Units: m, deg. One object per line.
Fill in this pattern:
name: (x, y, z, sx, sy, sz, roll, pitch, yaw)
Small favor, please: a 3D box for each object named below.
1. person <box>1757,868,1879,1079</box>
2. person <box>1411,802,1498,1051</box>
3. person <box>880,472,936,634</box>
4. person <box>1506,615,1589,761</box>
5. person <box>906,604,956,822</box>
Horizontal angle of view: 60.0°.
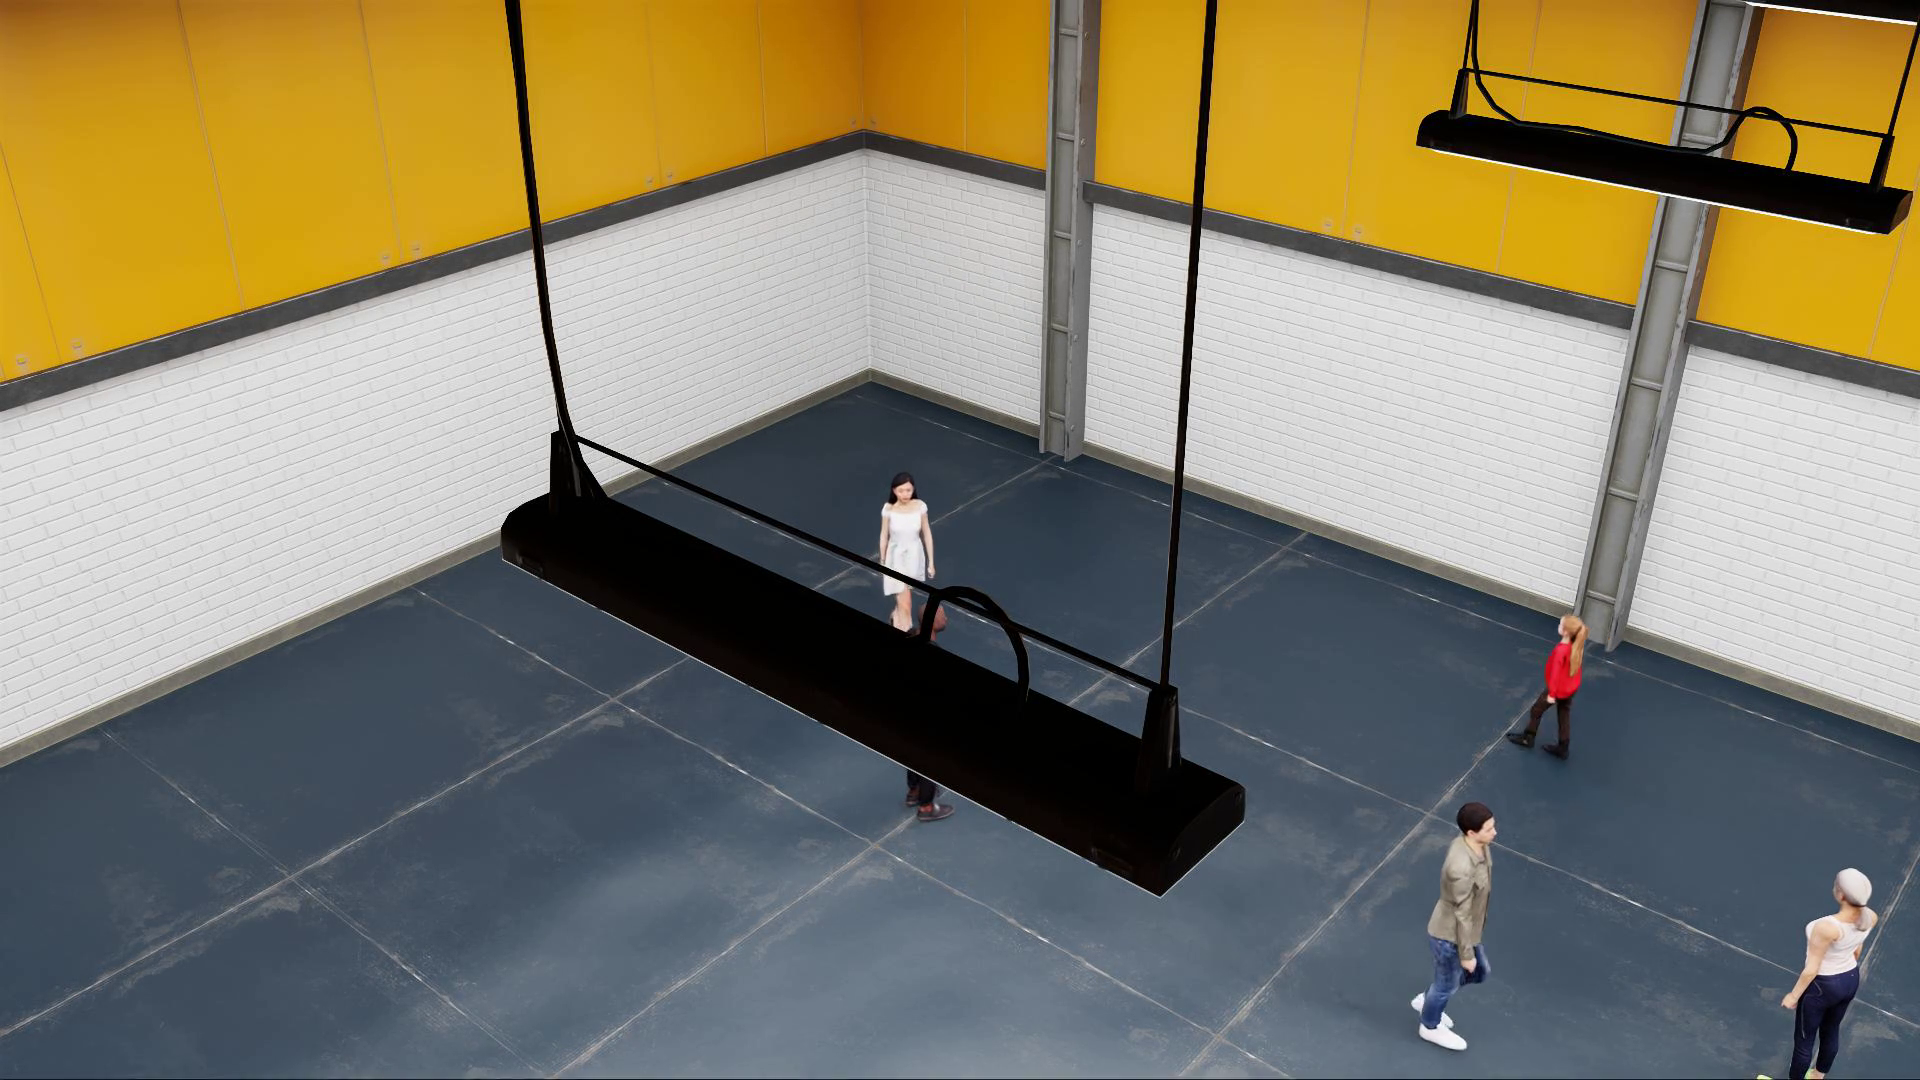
person: (5.155, 2.664, 9.883, 0.680, 1.707, 0.682, -11, 31, -19)
person: (2.985, 2.374, 10.262, 0.710, 1.852, 0.745, 15, 32, 26)
person: (-0.488, 0.196, 14.397, 1.059, 1.716, 1.237, -7, 29, -13)
person: (4.762, 1.183, 13.057, 0.570, 1.266, 0.740, -23, 36, -36)
person: (-0.244, 1.259, 12.342, 0.791, 1.817, 0.626, -14, 32, -24)
